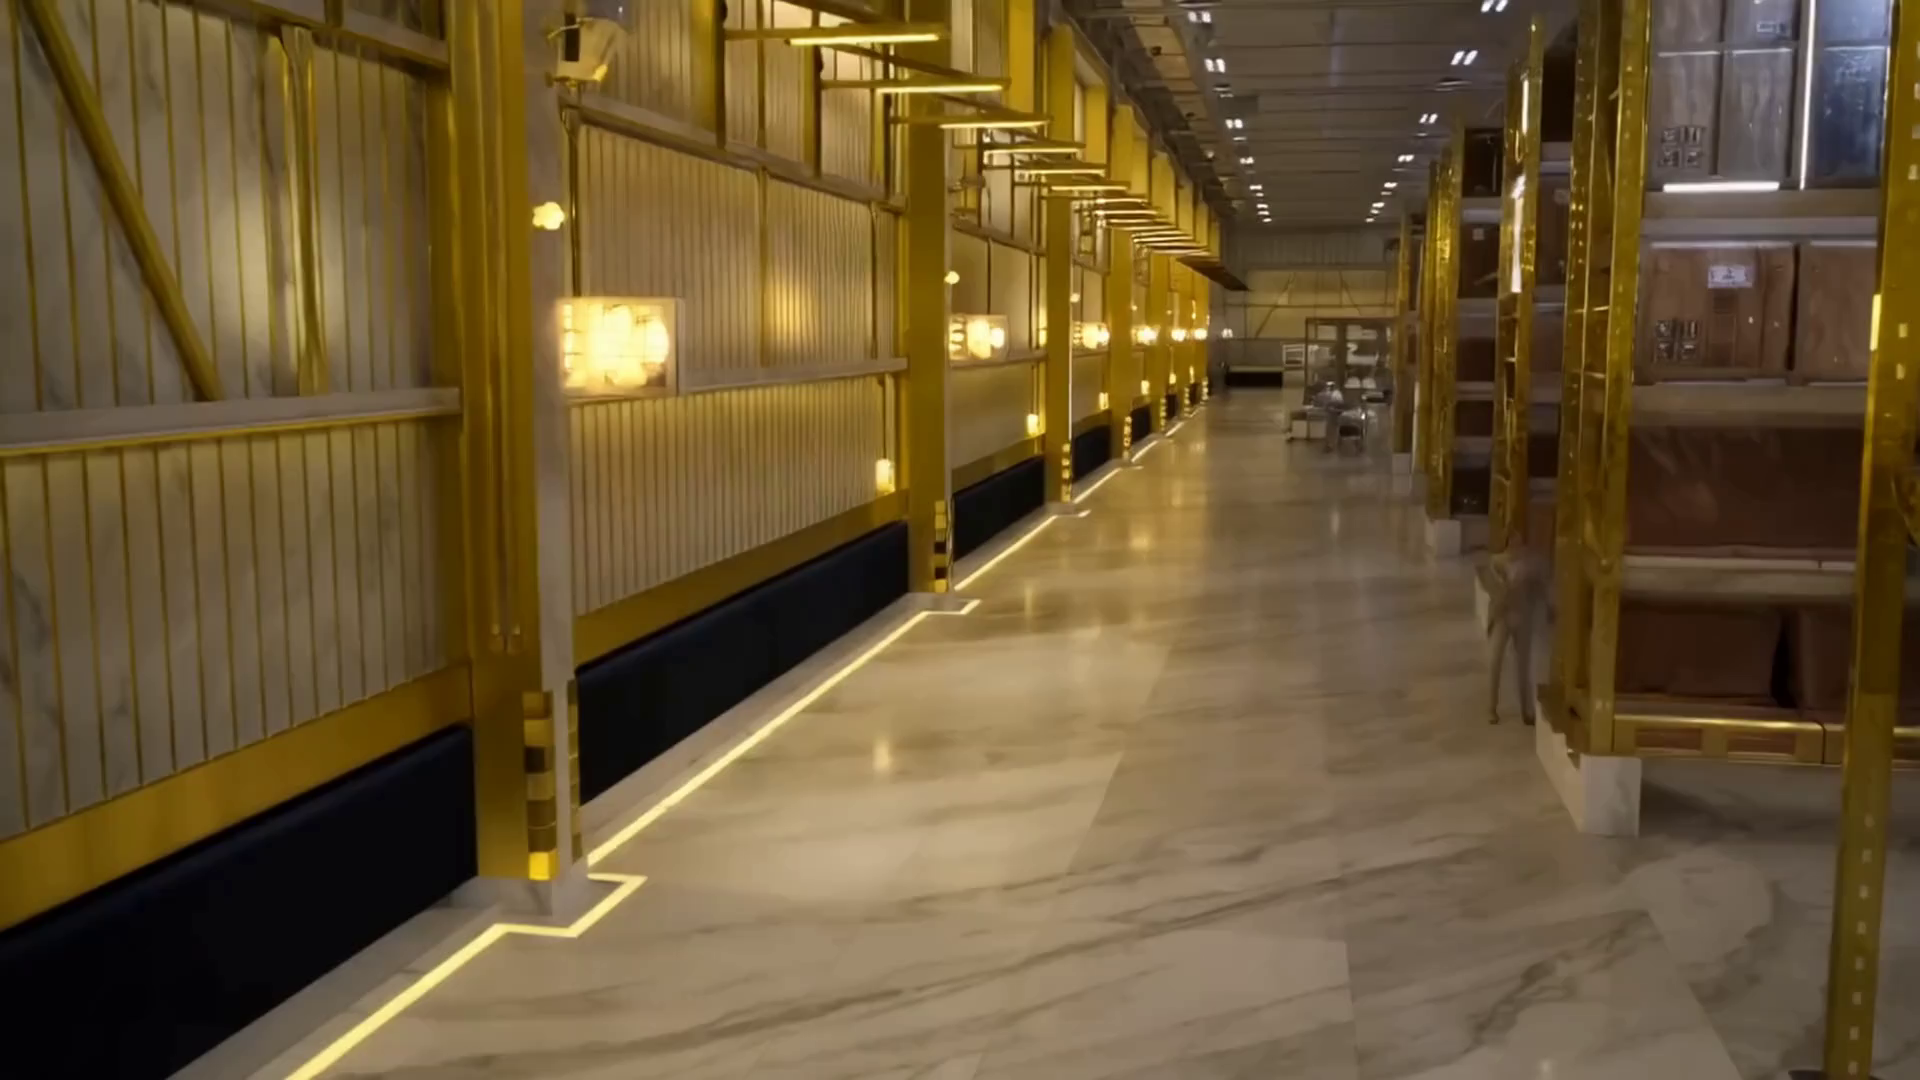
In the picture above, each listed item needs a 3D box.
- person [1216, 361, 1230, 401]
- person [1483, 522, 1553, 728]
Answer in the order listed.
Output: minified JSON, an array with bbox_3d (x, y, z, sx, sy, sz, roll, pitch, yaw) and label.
[{"bbox_3d":[11.898,-7.197,75.274,0.606,1.819,0.423,1,7,10],"label":"person"},{"bbox_3d":[4.370,0.668,13.028,0.522,1.624,0.351,2,7,14],"label":"person"}]
